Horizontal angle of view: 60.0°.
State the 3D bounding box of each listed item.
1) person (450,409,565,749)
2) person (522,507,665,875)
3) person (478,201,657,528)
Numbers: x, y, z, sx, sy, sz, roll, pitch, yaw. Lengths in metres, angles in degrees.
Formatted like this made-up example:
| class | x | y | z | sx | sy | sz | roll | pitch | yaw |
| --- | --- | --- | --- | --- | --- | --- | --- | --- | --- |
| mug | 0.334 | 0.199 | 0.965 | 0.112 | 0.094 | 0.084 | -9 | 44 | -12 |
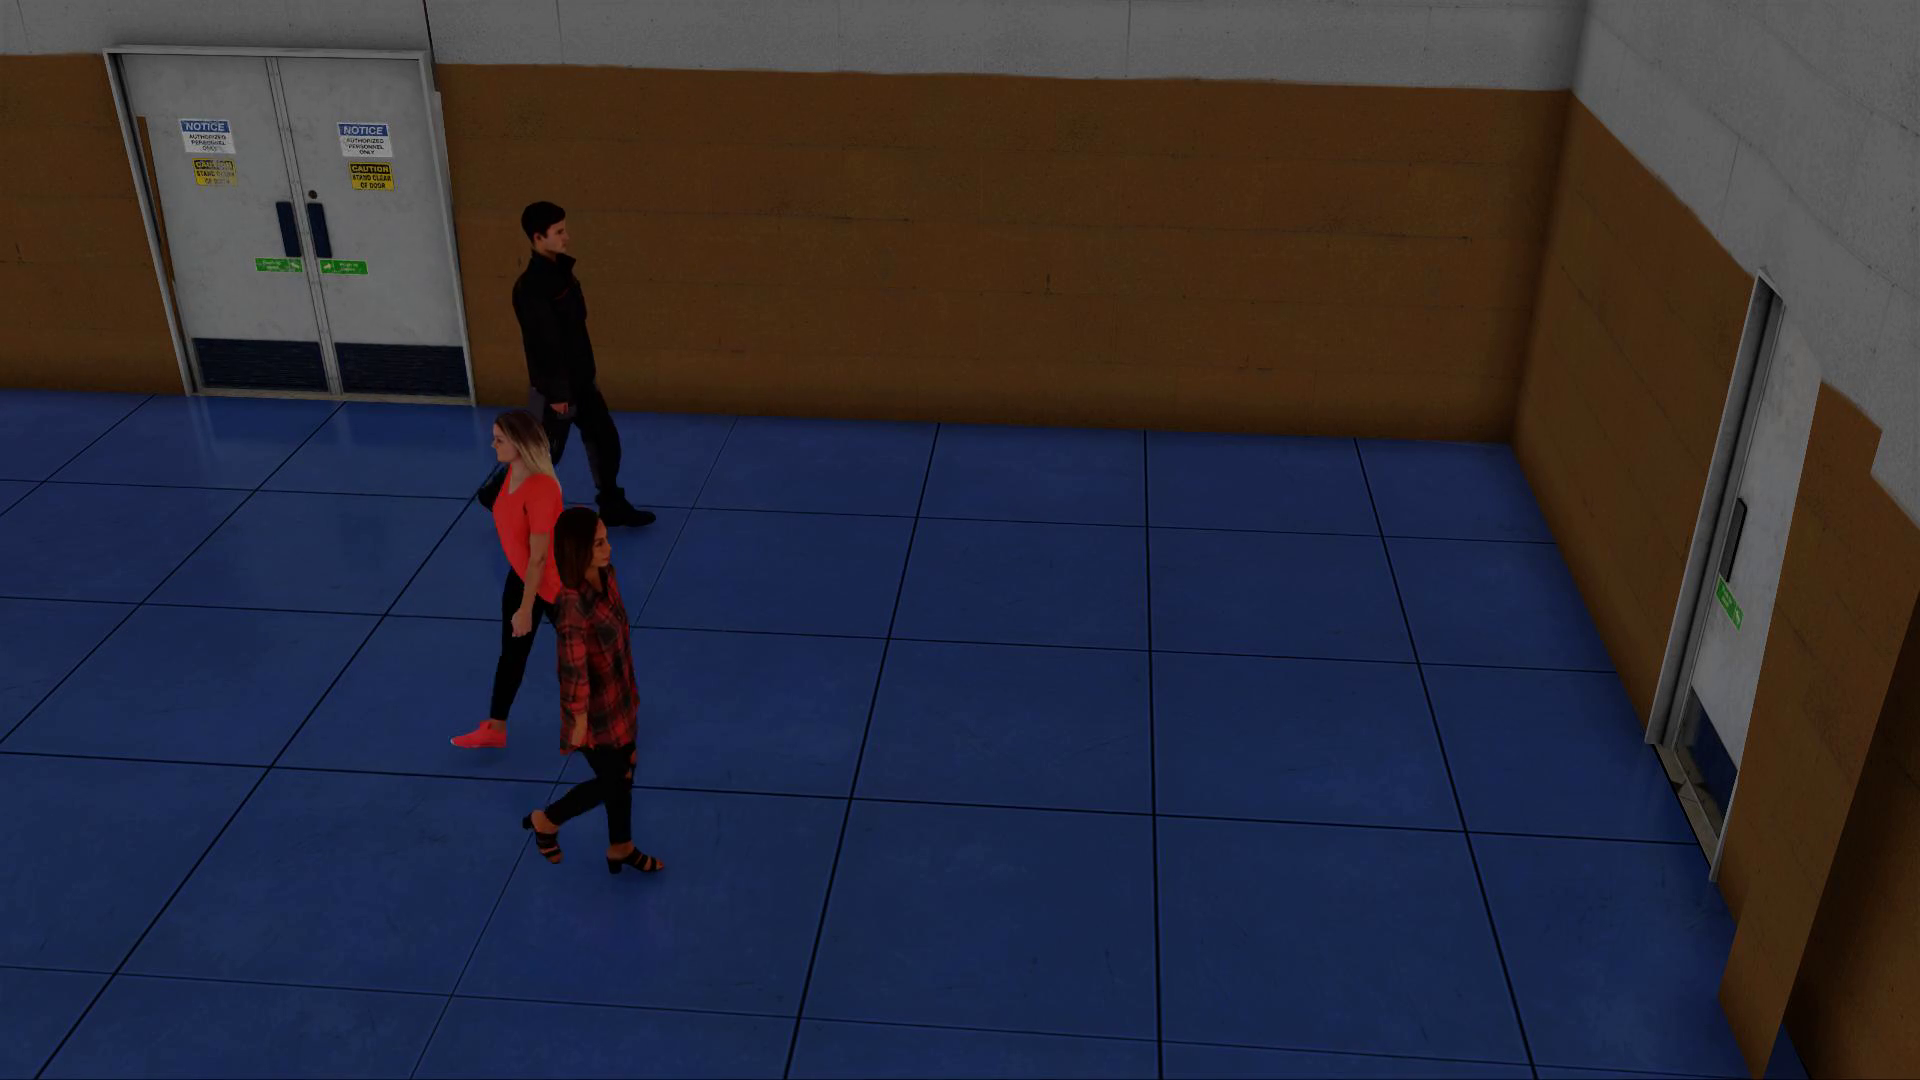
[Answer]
| class | x | y | z | sx | sy | sz | roll | pitch | yaw |
| --- | --- | --- | --- | --- | --- | --- | --- | --- | --- |
| person | -1.713 | 0.196 | 7.346 | 1.072 | 1.655 | 1.046 | -20 | 34 | -32 |
| person | -1.489 | 0.631 | 6.510 | 0.670 | 1.693 | 0.706 | 2 | 29 | 4 |
| person | -2.267 | -0.882 | 9.062 | 0.787 | 1.902 | 1.142 | 2 | 29 | 3 |
